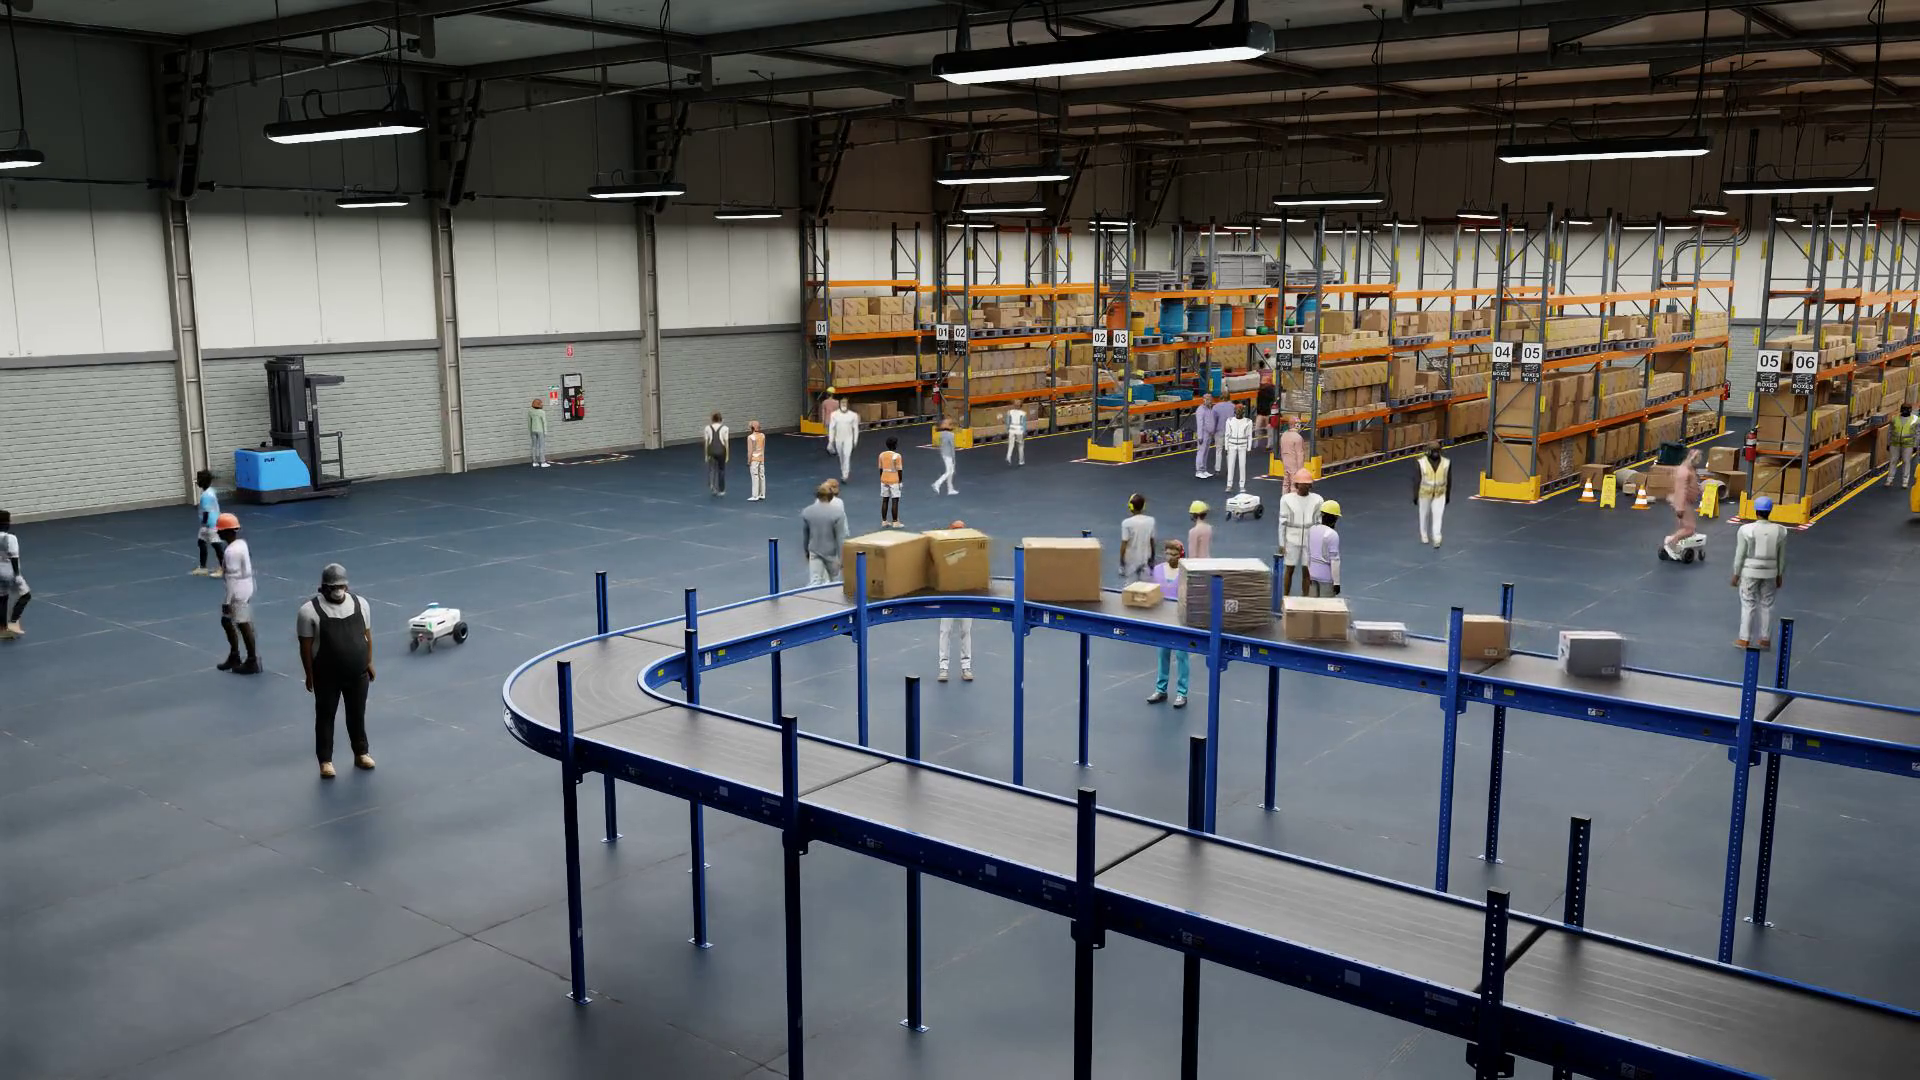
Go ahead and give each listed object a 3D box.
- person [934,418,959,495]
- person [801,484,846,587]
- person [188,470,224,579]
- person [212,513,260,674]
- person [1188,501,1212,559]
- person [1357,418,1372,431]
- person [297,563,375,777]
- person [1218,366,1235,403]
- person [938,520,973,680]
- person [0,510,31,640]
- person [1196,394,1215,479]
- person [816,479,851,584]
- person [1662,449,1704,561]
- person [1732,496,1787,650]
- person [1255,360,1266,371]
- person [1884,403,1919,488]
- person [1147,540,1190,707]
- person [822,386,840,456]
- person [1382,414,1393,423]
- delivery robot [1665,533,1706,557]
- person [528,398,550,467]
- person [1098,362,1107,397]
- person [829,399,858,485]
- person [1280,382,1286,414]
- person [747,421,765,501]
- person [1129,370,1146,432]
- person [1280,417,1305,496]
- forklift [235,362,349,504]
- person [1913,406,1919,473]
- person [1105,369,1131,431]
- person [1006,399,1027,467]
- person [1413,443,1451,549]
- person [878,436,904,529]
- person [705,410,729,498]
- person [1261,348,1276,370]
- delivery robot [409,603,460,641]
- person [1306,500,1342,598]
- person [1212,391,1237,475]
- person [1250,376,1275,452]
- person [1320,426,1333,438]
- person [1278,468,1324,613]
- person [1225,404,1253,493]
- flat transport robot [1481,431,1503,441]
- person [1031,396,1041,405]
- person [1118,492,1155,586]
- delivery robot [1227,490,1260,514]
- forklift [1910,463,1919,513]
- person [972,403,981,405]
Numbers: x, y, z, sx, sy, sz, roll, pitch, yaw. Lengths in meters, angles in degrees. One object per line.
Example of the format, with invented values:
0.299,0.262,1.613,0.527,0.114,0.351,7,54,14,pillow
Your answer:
-0.292,-1.737,32.695,0.605,1.616,0.506,-6,12,-32,person
-1.822,0.168,21.209,0.651,1.882,1.003,3,10,15,person
-11.642,-0.229,24.010,0.683,1.671,0.553,-4,11,-23,person
-8.639,0.641,18.443,0.649,1.919,0.570,-3,10,-15,person
3.204,0.332,20.750,0.908,1.722,0.540,9,13,41,person
11.031,-3.632,42.516,0.584,1.917,0.386,8,13,38,person
-5.886,1.234,14.896,0.689,2.000,0.537,-9,14,-42,person
7.865,-4.231,46.111,0.633,1.831,0.485,9,14,42,person
-0.037,0.700,18.224,0.584,1.881,0.337,-1,10,-6,person
-12.291,0.447,20.179,0.558,1.681,0.379,4,11,21,person
5.563,-2.361,35.392,0.402,1.904,0.651,5,11,28,person
-1.915,-0.124,23.633,0.515,1.616,0.603,8,13,38,person
11.750,-0.550,25.306,0.448,1.864,0.688,6,12,31,person
10.028,0.414,19.650,0.614,1.945,0.404,1,10,4,person
9.382,-4.649,48.457,0.535,1.845,0.749,7,12,35,person
20.374,-2.051,33.830,0.627,1.844,0.429,9,13,40,person
2.358,0.898,17.213,0.564,1.846,0.390,8,13,37,person
-3.228,-2.983,39.328,0.552,1.748,0.643,7,12,34,person
12.607,-4.233,45.754,0.603,1.967,0.366,-5,11,-28,person
11.874,0.027,25.607,0.707,0.478,0.477,-7,12,-33,delivery robot
-10.049,-2.558,37.264,0.501,1.633,0.285,4,11,22,person
4.413,-4.813,49.458,0.593,1.818,0.441,9,13,40,person
-2.555,-2.171,34.429,0.623,1.876,1.058,1,10,8,person
8.466,-3.289,41.036,0.525,1.758,0.340,8,13,37,person
-4.161,-1.618,31.955,0.307,1.641,0.513,6,12,30,person
5.063,-3.954,44.646,0.594,1.805,0.622,-7,12,-35,person
6.420,-1.415,30.051,0.410,1.913,0.643,-4,11,-21,person
-13.803,-2.244,32.110,1.129,2.768,1.873,8,13,37,forklift
22.293,-2.474,35.990,0.609,1.925,0.728,7,12,36,person
4.577,-4.002,44.959,0.875,1.785,0.612,-9,14,-43,person
1.336,-2.549,37.250,0.513,1.614,0.742,3,11,17,person
8.087,-0.779,26.810,0.642,1.794,0.984,2,10,9,person
-1.254,-1.059,28.643,0.540,1.697,0.317,8,13,38,person
-5.026,-1.767,32.307,0.516,1.823,0.800,0,10,1,person
10.384,-5.484,52.802,0.639,1.950,0.912,5,11,26,person
-6.673,1.043,19.887,0.477,0.478,0.707,3,10,15,delivery robot
4.549,0.458,19.494,0.382,1.917,0.585,-4,11,-23,person
6.061,-2.459,35.885,0.622,1.932,0.373,-1,10,-5,person
7.724,-3.196,39.926,0.904,1.956,0.650,-9,13,-41,person
9.632,-3.410,41.250,0.540,1.930,0.387,-3,11,-17,person
4.712,0.017,21.628,0.614,2.039,0.395,0,10,1,person
5.882,-1.943,33.103,0.572,1.883,0.354,3,10,16,person
14.814,-2.811,42.642,0.652,0.197,1.431,-1,10,-4,flat transport robot
2.430,-4.900,49.588,0.553,1.935,0.362,7,12,35,person
2.338,0.303,20.528,0.545,1.856,0.477,-5,11,-27,person
5.382,-0.704,29.723,0.477,0.478,0.707,9,14,42,delivery robot
19.034,-1.348,28.998,2.313,2.155,1.214,8,13,37,forklift
0.520,-4.373,46.363,0.533,2.028,0.626,-8,13,-39,person
